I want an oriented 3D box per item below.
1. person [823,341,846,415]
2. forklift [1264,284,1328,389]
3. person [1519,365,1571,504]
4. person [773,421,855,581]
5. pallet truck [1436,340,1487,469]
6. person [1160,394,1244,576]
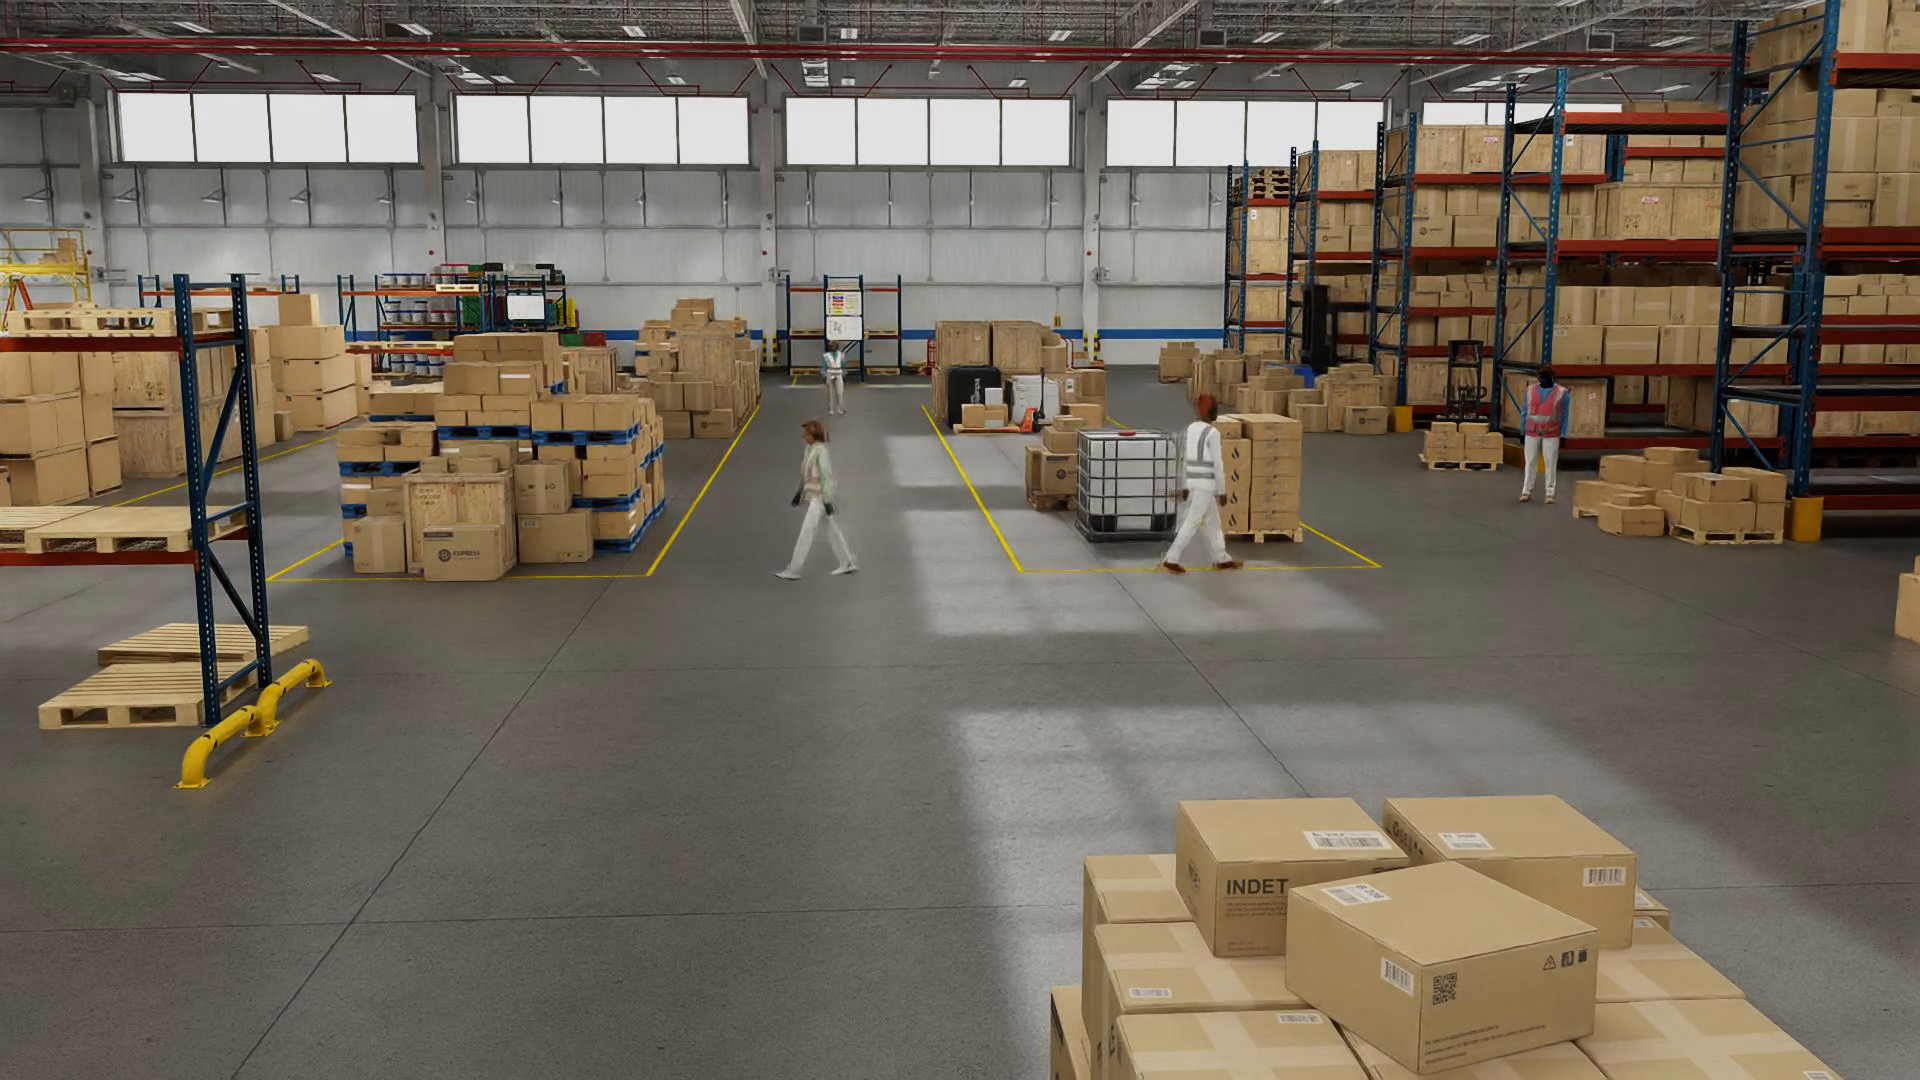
[{"bbox_3d":[-2.693,-3.481,35.893,0.540,1.601,0.830,-3,9,-15],"label":"person"},{"bbox_3d":[7.556,-4.085,35.678,1.873,2.768,1.129,-1,9,-4],"label":"forklift"},{"bbox_3d":[7.741,-1.401,22.082,0.622,1.845,0.429,5,11,31],"label":"person"},{"bbox_3d":[-1.432,-0.399,16.581,0.878,1.591,0.526,-3,9,-17],"label":"person"},{"bbox_3d":[8.004,-2.170,26.422,0.823,1.965,1.885,2,9,14],"label":"pallet truck"},{"bbox_3d":[2.434,-0.553,16.784,0.970,1.840,0.589,-3,9,-18],"label":"person"}]
